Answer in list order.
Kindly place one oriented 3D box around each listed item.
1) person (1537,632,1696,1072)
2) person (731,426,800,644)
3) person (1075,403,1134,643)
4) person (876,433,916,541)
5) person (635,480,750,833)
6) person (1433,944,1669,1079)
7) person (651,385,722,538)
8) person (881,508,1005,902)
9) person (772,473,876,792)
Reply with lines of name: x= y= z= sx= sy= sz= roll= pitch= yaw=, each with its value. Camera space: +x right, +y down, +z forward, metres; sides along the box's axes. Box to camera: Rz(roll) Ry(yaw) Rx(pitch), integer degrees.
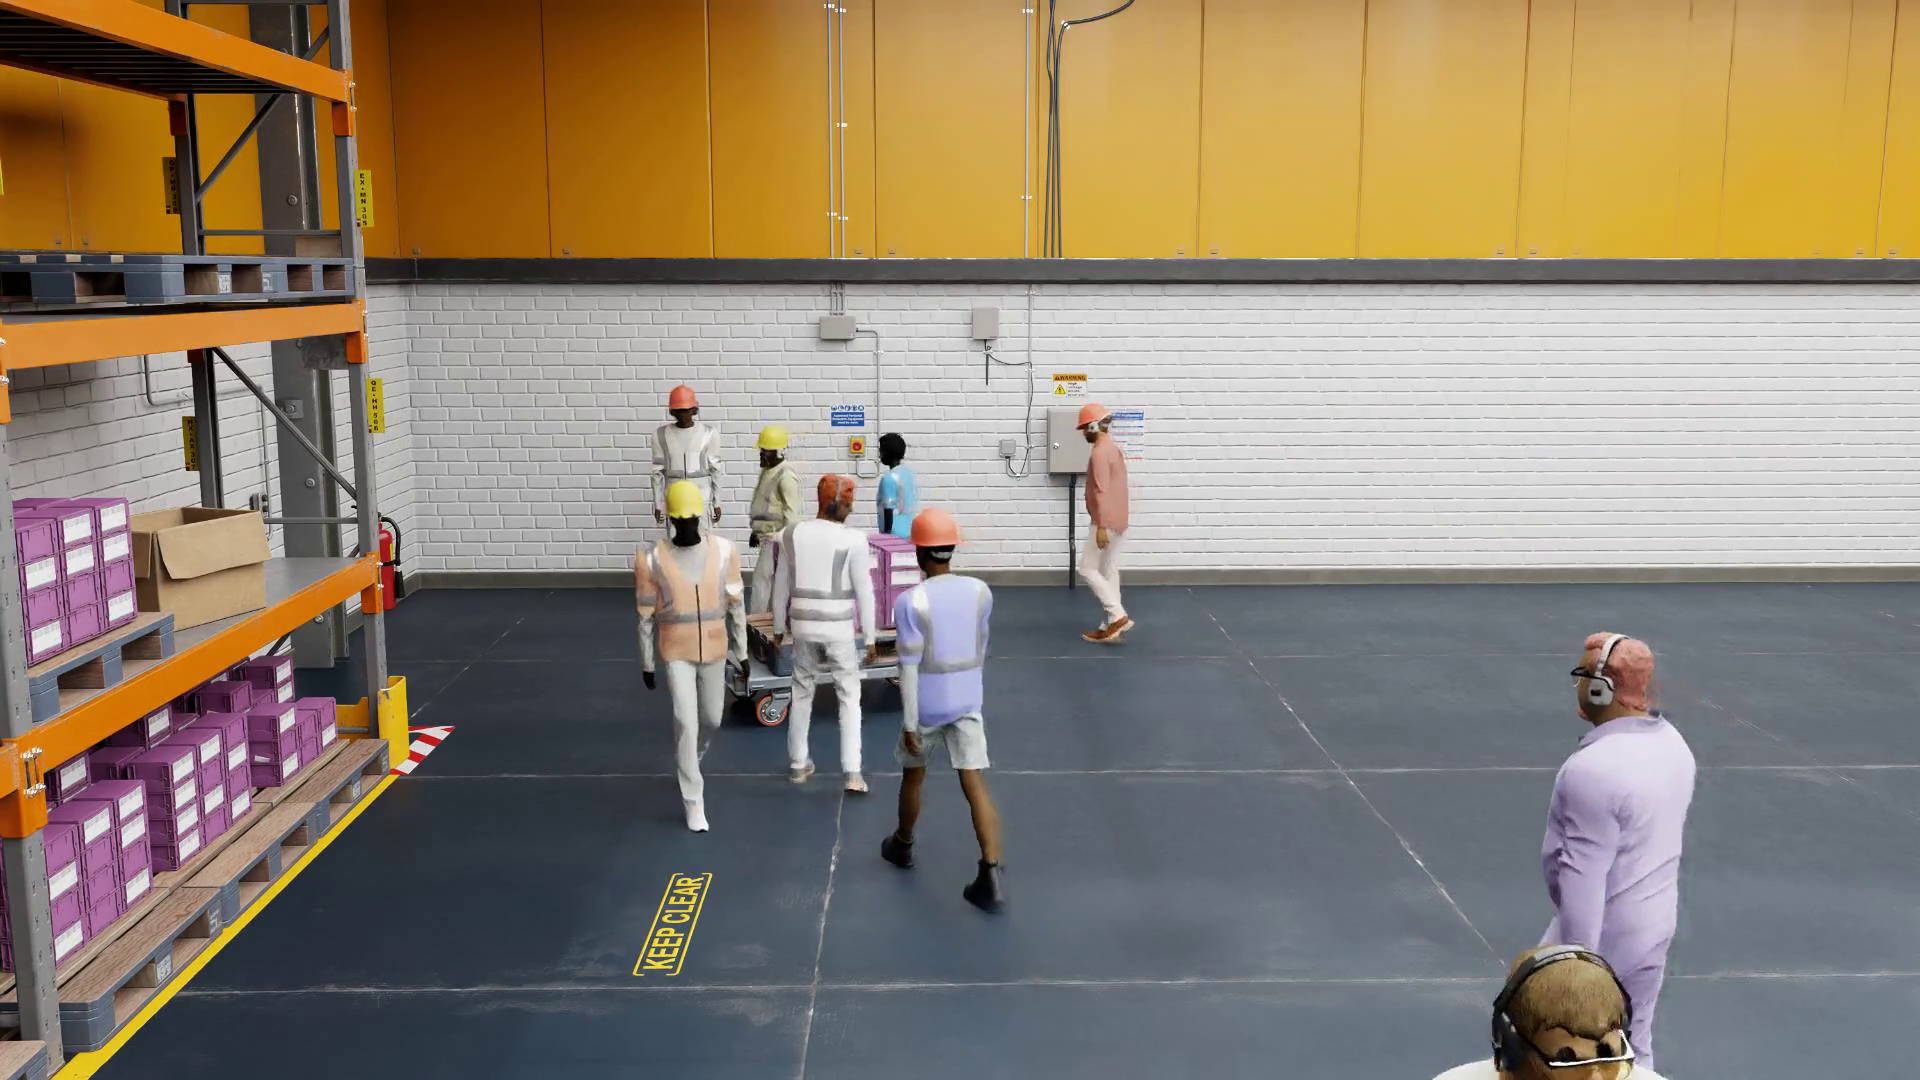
person: x=2.058 y=1.233 z=5.322 sx=0.671 sy=1.890 sz=0.443 roll=-8 pitch=12 yaw=-41
person: x=-1.447 y=-0.051 z=13.569 sx=0.878 sy=1.790 sz=0.625 roll=-3 pitch=10 yaw=-18
person: x=1.138 y=-0.127 z=13.495 sx=0.518 sy=1.945 sz=0.665 roll=4 pitch=10 yaw=22
person: x=-0.509 y=-0.045 z=13.734 sx=0.380 sy=1.688 sz=0.543 roll=3 pitch=10 yaw=20
person: x=-1.501 y=0.592 z=9.252 sx=0.588 sy=1.897 sz=0.853 roll=-4 pitch=10 yaw=-25
person: x=1.024 y=1.608 z=3.033 sx=0.641 sy=1.913 sz=0.573 roll=-2 pitch=9 yaw=-13
person: x=-2.395 y=-0.350 z=14.614 sx=0.609 sy=2.033 sz=0.410 roll=-1 pitch=9 yaw=-4
person: x=-0.070 y=0.789 z=8.091 sx=0.545 sy=1.890 sz=1.019 roll=-5 pitch=10 yaw=-26
person: x=-0.831 y=0.541 z=9.659 sx=0.707 sy=1.874 sz=0.527 roll=3 pitch=10 yaw=18
